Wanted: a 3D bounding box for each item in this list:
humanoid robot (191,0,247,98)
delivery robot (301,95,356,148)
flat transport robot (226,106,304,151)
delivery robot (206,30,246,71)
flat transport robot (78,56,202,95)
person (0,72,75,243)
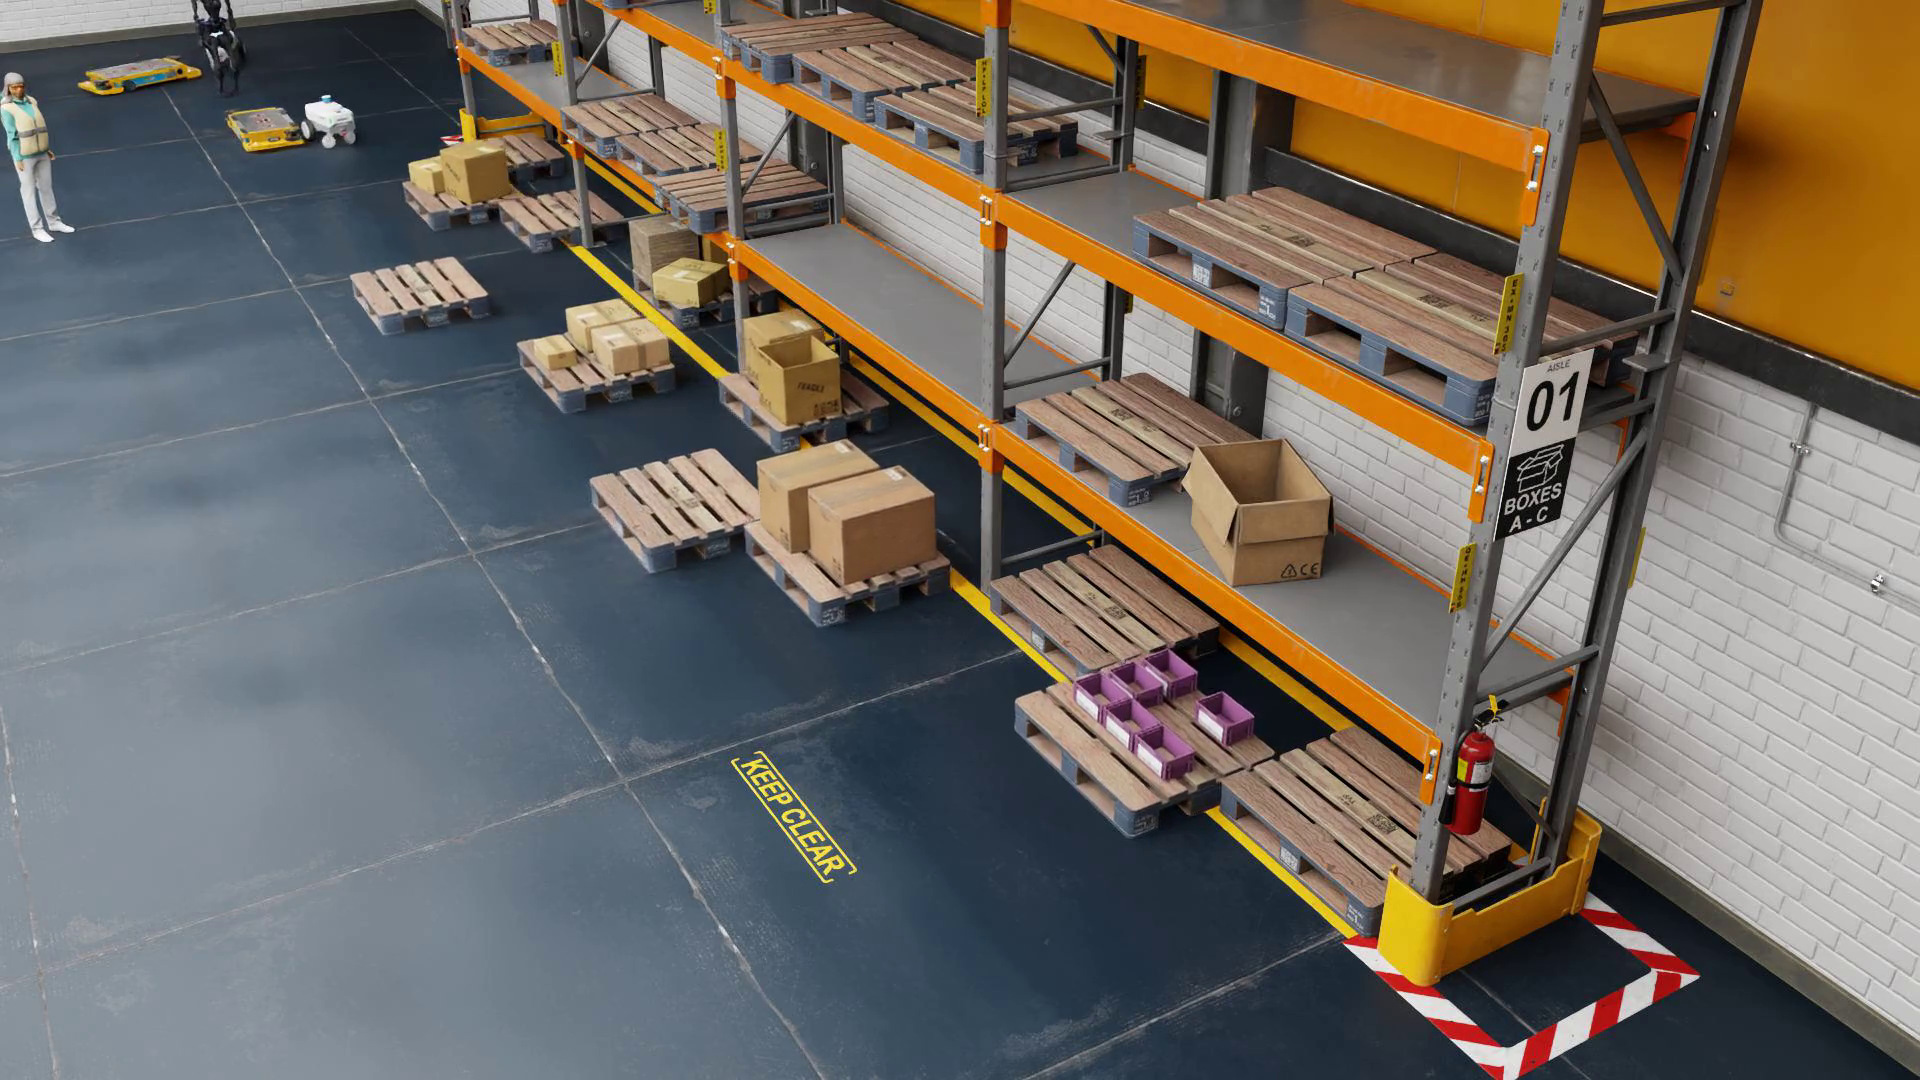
[{"bbox_3d":[-9.862,-6.725,22.071,0.334,1.645,0.610,21,36,32],"label":"humanoid robot"},{"bbox_3d":[-7.768,-5.160,20.466,0.523,0.609,0.780,-25,38,-37],"label":"delivery robot"},{"bbox_3d":[-8.650,-5.119,20.669,0.659,0.231,1.431,-16,33,-26],"label":"flat transport robot"},{"bbox_3d":[-10.553,-7.056,23.809,0.499,0.604,0.808,-7,30,-12],"label":"delivery robot"},{"bbox_3d":[-11.318,-6.406,22.941,0.659,0.231,1.431,22,36,33],"label":"flat transport robot"},{"bbox_3d":[-9.585,-3.958,17.154,0.371,1.710,0.465,8,30,14],"label":"person"}]
